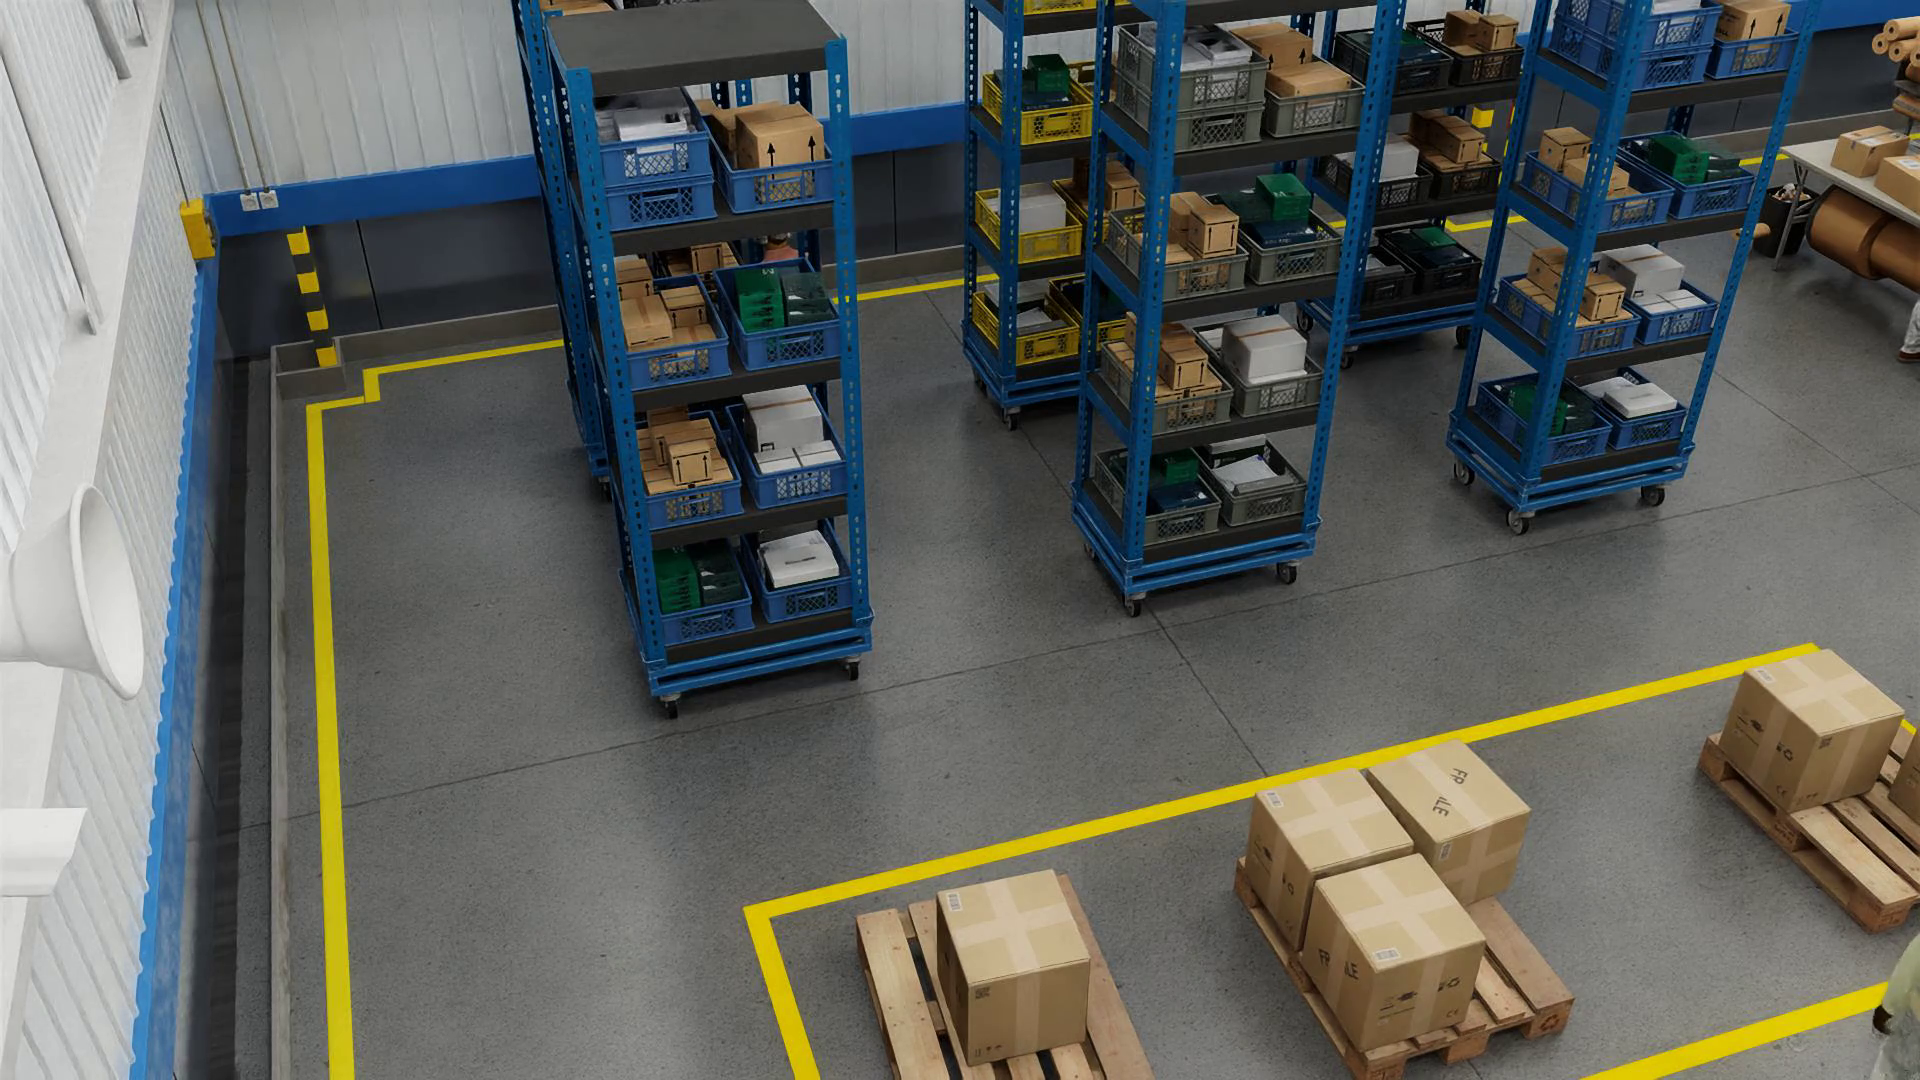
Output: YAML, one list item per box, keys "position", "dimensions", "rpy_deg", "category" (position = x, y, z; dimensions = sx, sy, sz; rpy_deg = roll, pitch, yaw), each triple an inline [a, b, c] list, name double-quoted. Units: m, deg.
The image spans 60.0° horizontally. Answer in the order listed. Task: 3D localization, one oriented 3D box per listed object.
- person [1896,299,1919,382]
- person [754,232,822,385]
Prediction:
- position: [6.961, -2.011, 11.457]
  dimensions: [0.368, 1.931, 0.630]
  rpy_deg: [-2, 35, -3]
  category: "person"
- position: [-1.095, -1.160, 10.209]
  dimensions: [0.625, 1.980, 0.411]
  rpy_deg: [-29, 45, -35]
  category: "person"
